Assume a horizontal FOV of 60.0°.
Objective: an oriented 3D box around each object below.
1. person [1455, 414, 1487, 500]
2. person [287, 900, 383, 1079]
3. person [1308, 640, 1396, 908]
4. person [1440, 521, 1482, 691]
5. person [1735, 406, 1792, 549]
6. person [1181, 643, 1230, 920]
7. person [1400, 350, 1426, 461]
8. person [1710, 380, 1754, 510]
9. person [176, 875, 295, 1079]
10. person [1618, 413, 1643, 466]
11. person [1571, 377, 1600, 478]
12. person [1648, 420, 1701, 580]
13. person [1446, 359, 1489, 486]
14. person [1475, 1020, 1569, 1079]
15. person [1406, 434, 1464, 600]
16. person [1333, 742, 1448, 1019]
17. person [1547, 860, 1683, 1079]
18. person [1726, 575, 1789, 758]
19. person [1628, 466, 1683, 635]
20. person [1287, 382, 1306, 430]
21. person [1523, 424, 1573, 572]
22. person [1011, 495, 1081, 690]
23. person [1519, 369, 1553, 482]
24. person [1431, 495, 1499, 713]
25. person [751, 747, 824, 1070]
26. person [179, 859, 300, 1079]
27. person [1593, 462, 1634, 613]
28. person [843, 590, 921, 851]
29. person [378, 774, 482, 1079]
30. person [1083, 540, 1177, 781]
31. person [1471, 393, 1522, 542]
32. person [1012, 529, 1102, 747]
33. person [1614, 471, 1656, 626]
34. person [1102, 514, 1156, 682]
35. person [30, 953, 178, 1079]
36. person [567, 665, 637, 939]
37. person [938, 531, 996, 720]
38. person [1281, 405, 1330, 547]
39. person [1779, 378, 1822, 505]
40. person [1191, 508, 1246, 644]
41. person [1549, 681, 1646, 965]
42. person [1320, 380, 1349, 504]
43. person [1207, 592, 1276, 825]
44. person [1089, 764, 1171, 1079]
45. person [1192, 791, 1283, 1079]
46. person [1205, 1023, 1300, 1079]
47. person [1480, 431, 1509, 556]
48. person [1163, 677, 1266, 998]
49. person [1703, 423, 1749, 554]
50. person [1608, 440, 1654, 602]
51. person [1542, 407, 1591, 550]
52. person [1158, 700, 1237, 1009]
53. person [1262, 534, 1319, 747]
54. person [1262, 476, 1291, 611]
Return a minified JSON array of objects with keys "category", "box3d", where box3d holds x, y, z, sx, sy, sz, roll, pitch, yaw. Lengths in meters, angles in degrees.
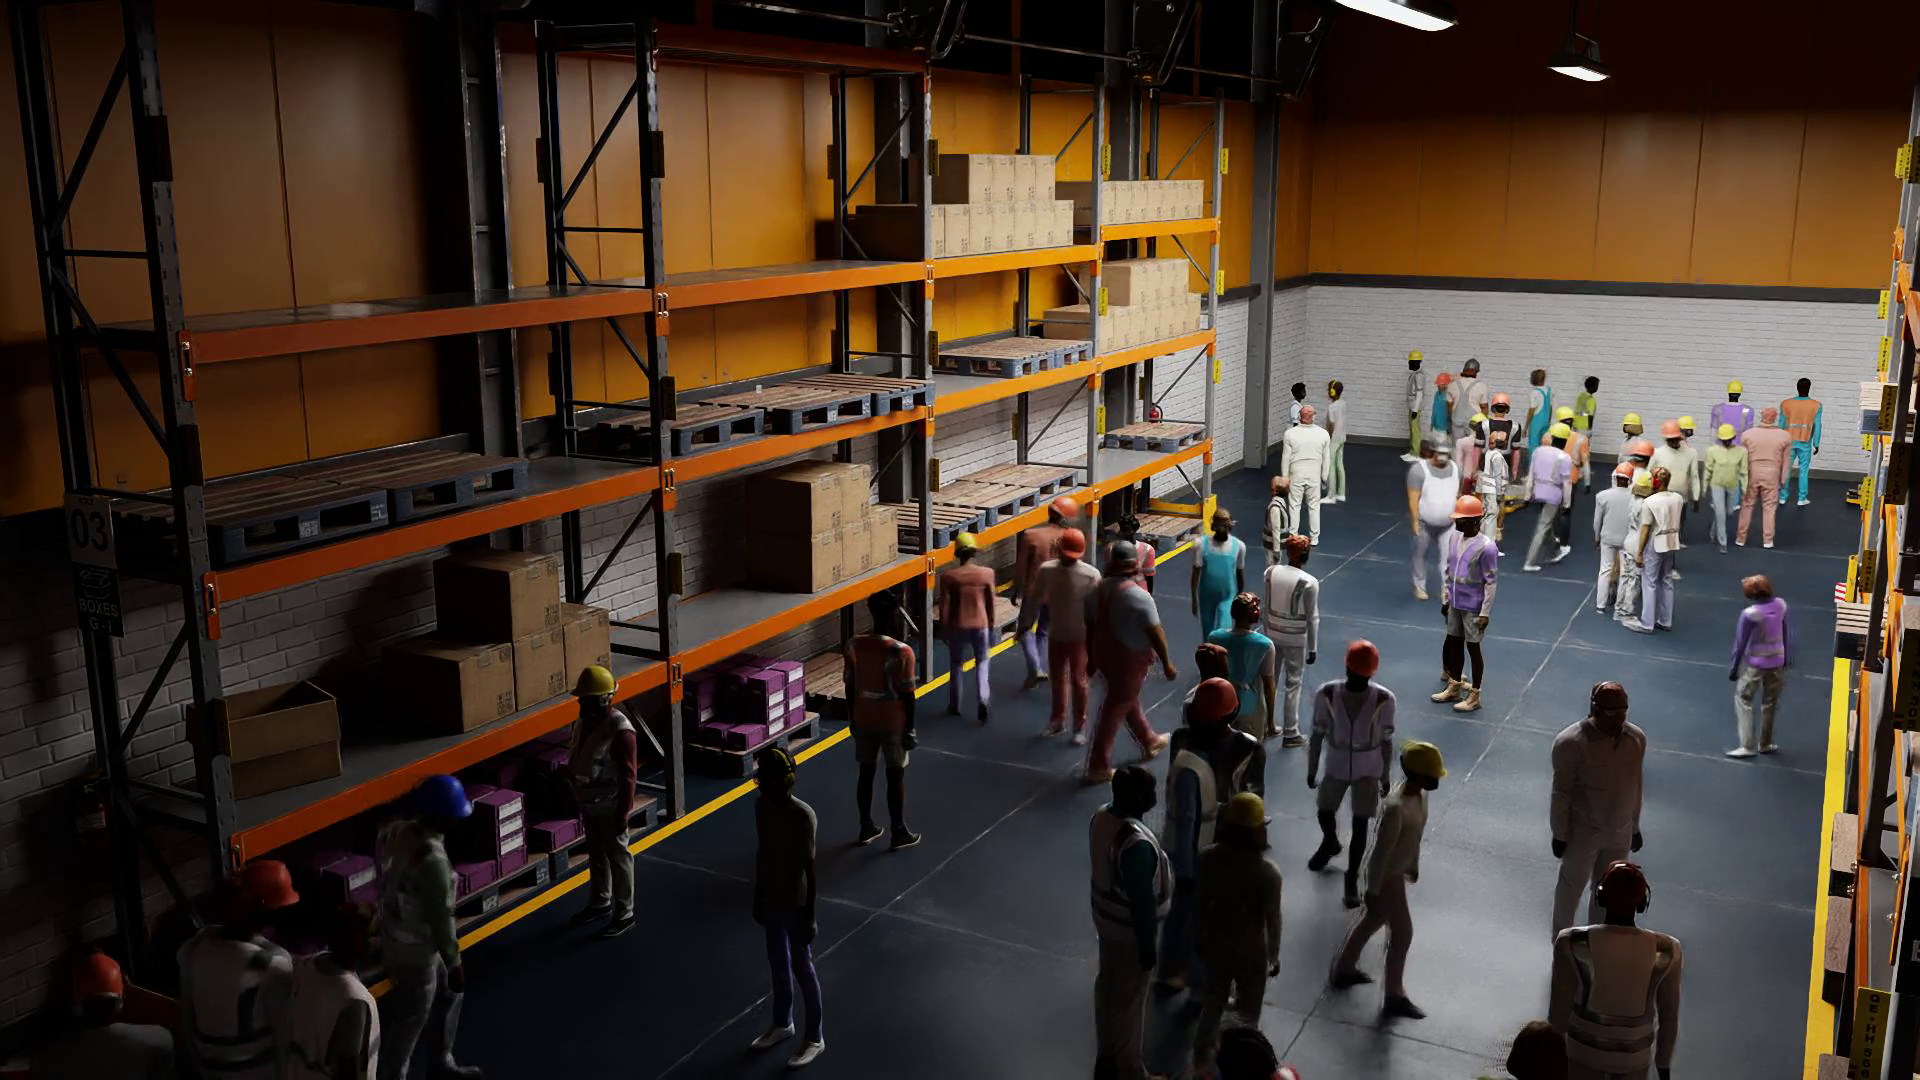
[{"category":"person","box3d":[7.079,-0.899,22.917,0.512,1.694,0.934,4,13,18]},{"category":"person","box3d":[-2.707,2.482,7.546,0.928,1.796,0.578,-11,17,-41]},{"category":"person","box3d":[2.719,1.547,11.520,0.571,1.905,0.759,5,13,20]},{"category":"person","box3d":[4.885,0.604,16.177,0.317,1.696,0.540,1,13,4]},{"category":"person","box3d":[10.689,-0.835,22.180,0.647,1.898,0.399,6,14,24]},{"category":"person","box3d":[1.668,1.612,11.250,0.352,1.883,0.579,6,14,25]},{"category":"person","box3d":[7.846,-2.321,28.758,0.366,1.926,0.594,2,13,8]},{"category":"person","box3d":[11.403,-1.400,24.627,0.587,1.930,0.354,7,14,27]},{"category":"person","box3d":[-3.302,2.443,7.594,0.601,1.865,0.487,4,13,15]},{"category":"person","box3d":[9.082,-0.860,22.631,0.294,1.744,0.487,-2,13,-7]},{"category":"person","box3d":[10.255,-1.846,27.234,0.591,1.665,0.558,0,13,-1]},{"category":"person","box3d":[8.861,-0.533,20.710,0.650,1.955,0.877,0,13,-2]},{"category":"person","box3d":[8.145,-1.898,26.607,0.681,2.000,0.538,10,16,38]},{"category":"person","box3d":[2.316,2.728,6.826,0.512,1.630,0.302,9,15,35]},{"category":"person","box3d":[5.519,-0.242,19.194,0.698,2.000,0.955,0,13,-1]},{"category":"person","box3d":[2.556,1.984,9.991,0.674,1.713,0.530,8,15,31]},{"category":"person","box3d":[3.023,2.391,7.756,0.584,1.882,0.345,2,13,8]},{"category":"person","box3d":[6.872,1.077,14.281,0.605,1.609,0.325,-4,13,-19]},{"category":"person","box3d":[7.580,0.120,18.040,0.562,1.836,0.386,-7,14,-27]},{"category":"person","box3d":[5.308,-1.641,26.235,0.317,1.696,0.539,2,13,11]},{"category":"person","box3d":[7.477,-0.542,20.919,0.985,1.865,0.603,-7,15,-30]},{"category":"person","box3d":[0.833,0.523,16.009,0.658,1.934,0.528,-3,13,-12]},{"category":"person","box3d":[9.304,-1.825,26.766,0.572,1.834,0.337,-8,15,-32]},{"category":"person","box3d":[4.687,0.588,15.470,0.393,2.041,0.614,-5,14,-23]},{"category":"person","box3d":[-0.986,2.047,9.365,0.506,1.861,0.328,12,17,42]},{"category":"person","box3d":[-3.305,2.400,7.708,0.587,1.890,0.573,6,14,25]},{"category":"person","box3d":[7.467,-0.019,18.840,0.563,1.752,0.325,7,14,27]},{"category":"person","box3d":[-0.577,1.331,12.324,0.608,1.963,0.372,7,15,30]},{"category":"person","box3d":[-2.843,2.145,8.815,0.716,1.897,0.631,-5,14,-23]},{"category":"person","box3d":[1.414,0.950,13.856,1.064,2.000,0.698,-8,15,-31]},{"category":"person","box3d":[7.249,-0.981,22.534,0.612,2.029,0.409,1,13,6]},{"category":"person","box3d":[0.866,0.828,14.588,0.832,1.960,0.501,8,15,32]},{"category":"person","box3d":[7.511,0.091,18.388,0.327,1.736,0.486,1,13,5]},{"category":"person","box3d":[1.655,0.564,16.380,0.536,1.693,0.319,4,13,18]},{"category":"person","box3d":[-3.629,2.609,7.122,0.565,1.730,0.582,-6,14,-27]},{"category":"person","box3d":[-2.362,1.706,10.937,0.403,1.835,0.588,-12,17,-42]},{"category":"person","box3d":[0.075,0.795,15.203,0.547,1.752,0.558,-1,13,-5]},{"category":"person","box3d":[4.600,-0.856,22.243,0.652,1.906,0.405,0,13,0]},{"category":"person","box3d":[12.608,-1.482,25.012,0.593,1.922,0.391,9,15,35]},{"category":"person","box3d":[2.504,0.547,16.192,0.511,1.815,0.911,3,13,11]},{"category":"person","box3d":[3.979,1.799,10.358,0.651,1.907,0.409,-4,13,-16]},{"category":"person","box3d":[5.667,-1.483,25.149,0.308,1.865,0.533,11,17,40]},{"category":"person","box3d":[2.138,1.305,12.703,0.565,1.846,0.390,8,15,33]},{"category":"person","box3d":[0.934,2.111,9.112,0.429,1.839,0.636,-4,13,-17]},{"category":"person","box3d":[1.478,2.197,8.969,0.496,1.731,0.441,8,15,32]},{"category":"person","box3d":[1.113,2.701,6.639,0.653,1.777,0.973,-10,16,-39]},{"category":"person","box3d":[6.988,-0.617,21.776,0.308,1.640,0.510,0,13,2]},{"category":"person","box3d":[1.520,1.800,10.067,0.605,2.034,0.392,5,14,23]},{"category":"person","box3d":[10.126,-0.718,22.064,0.540,1.722,0.722,2,13,10]},{"category":"person","box3d":[7.829,-0.210,19.386,0.542,1.900,0.841,9,15,34]},{"category":"person","box3d":[8.042,-0.821,22.117,0.670,1.886,0.736,7,14,27]},{"category":"person","box3d":[1.437,1.864,10.070,0.452,1.918,0.591,3,13,13]},{"category":"person","box3d":[2.884,0.875,14.577,0.367,1.877,0.581,-10,16,-38]},{"category":"person","box3d":[3.540,0.088,18.625,0.310,1.636,0.522,3,13,12]}]
